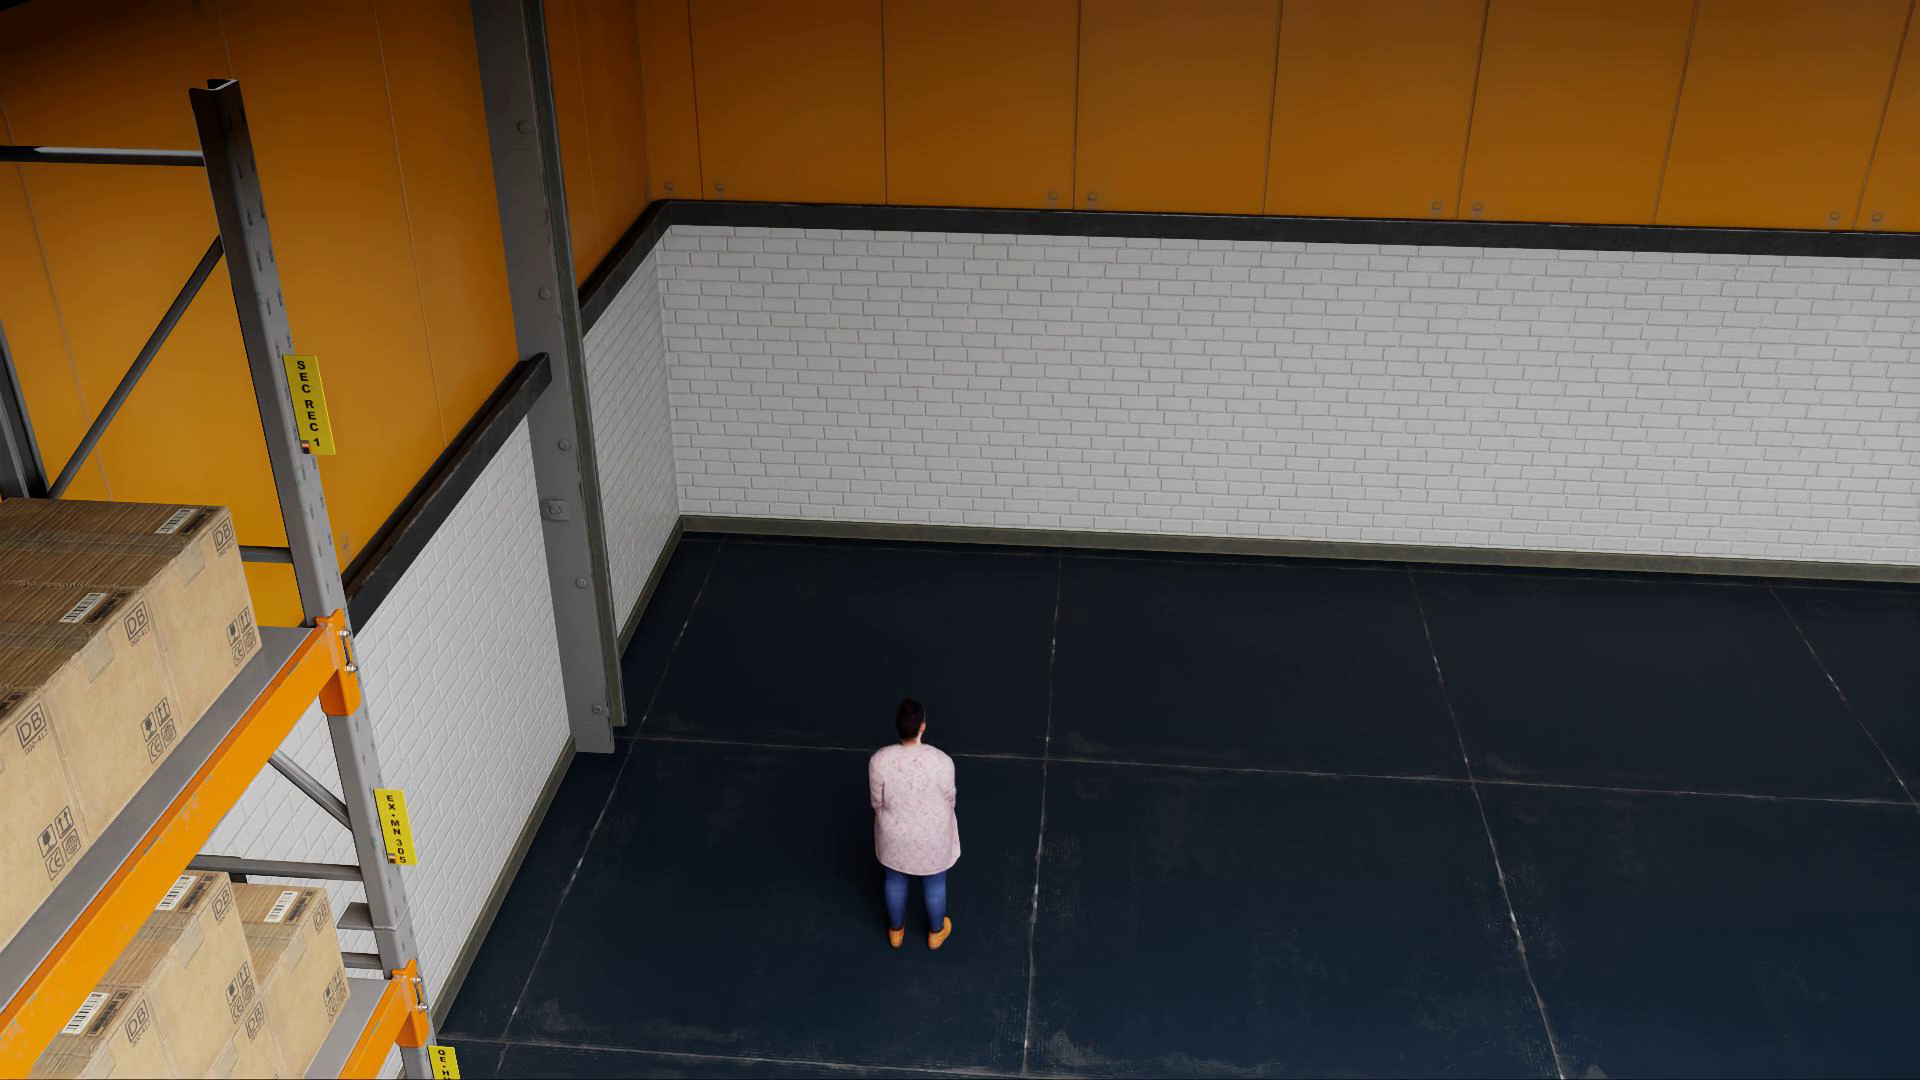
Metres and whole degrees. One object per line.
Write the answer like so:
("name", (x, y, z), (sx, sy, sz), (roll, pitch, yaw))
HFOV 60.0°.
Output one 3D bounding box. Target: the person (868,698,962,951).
("person", (-0.277, 1.692, 9.875), (0.691, 1.746, 0.618), (4, 29, 7))
